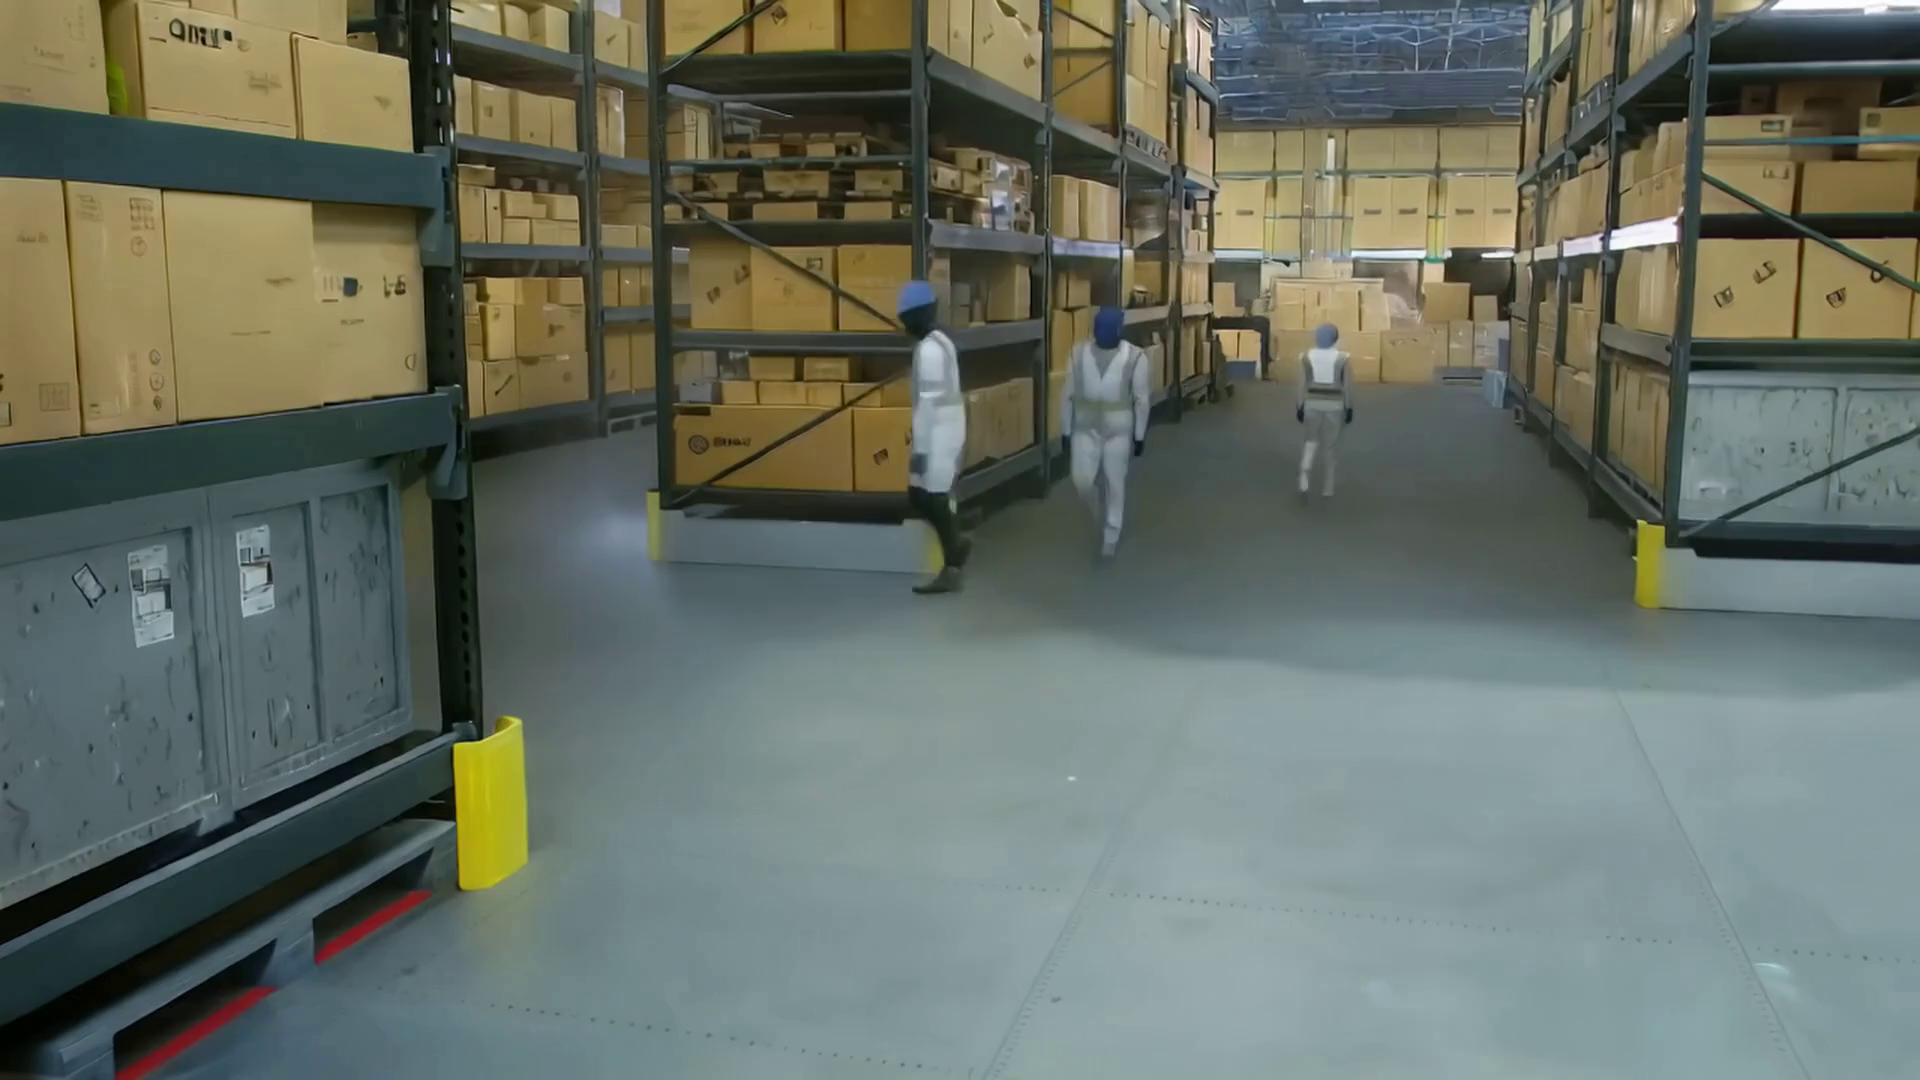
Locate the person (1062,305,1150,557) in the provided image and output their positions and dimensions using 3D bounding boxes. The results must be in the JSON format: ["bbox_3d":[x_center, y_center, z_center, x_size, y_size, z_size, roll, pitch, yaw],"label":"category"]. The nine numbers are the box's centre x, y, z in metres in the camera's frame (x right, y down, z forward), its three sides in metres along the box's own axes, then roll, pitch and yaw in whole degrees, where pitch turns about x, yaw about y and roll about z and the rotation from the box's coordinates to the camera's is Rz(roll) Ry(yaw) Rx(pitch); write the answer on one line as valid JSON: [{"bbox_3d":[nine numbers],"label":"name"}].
[{"bbox_3d":[1.053,-0.788,12.105,0.652,1.830,0.438,2,9,15],"label":"person"}]

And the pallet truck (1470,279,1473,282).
[{"bbox_3d":[18.896,-8.459,60.307,1.885,1.965,0.823,5,10,31],"label":"pallet truck"}]

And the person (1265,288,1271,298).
[{"bbox_3d":[12.238,-9.151,65.855,0.432,1.623,0.538,1,9,6],"label":"person"}]

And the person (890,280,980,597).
[{"bbox_3d":[-0.196,-0.637,10.563,0.494,2.011,0.684,0,9,-2],"label":"person"}]

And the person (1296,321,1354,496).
[{"bbox_3d":[3.380,-1.208,15.427,0.527,1.630,0.392,5,10,29],"label":"person"}]

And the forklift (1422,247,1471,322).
[{"bbox_3d":[12.944,-6.205,43.194,1.873,2.768,1.129,1,9,7],"label":"forklift"}]
